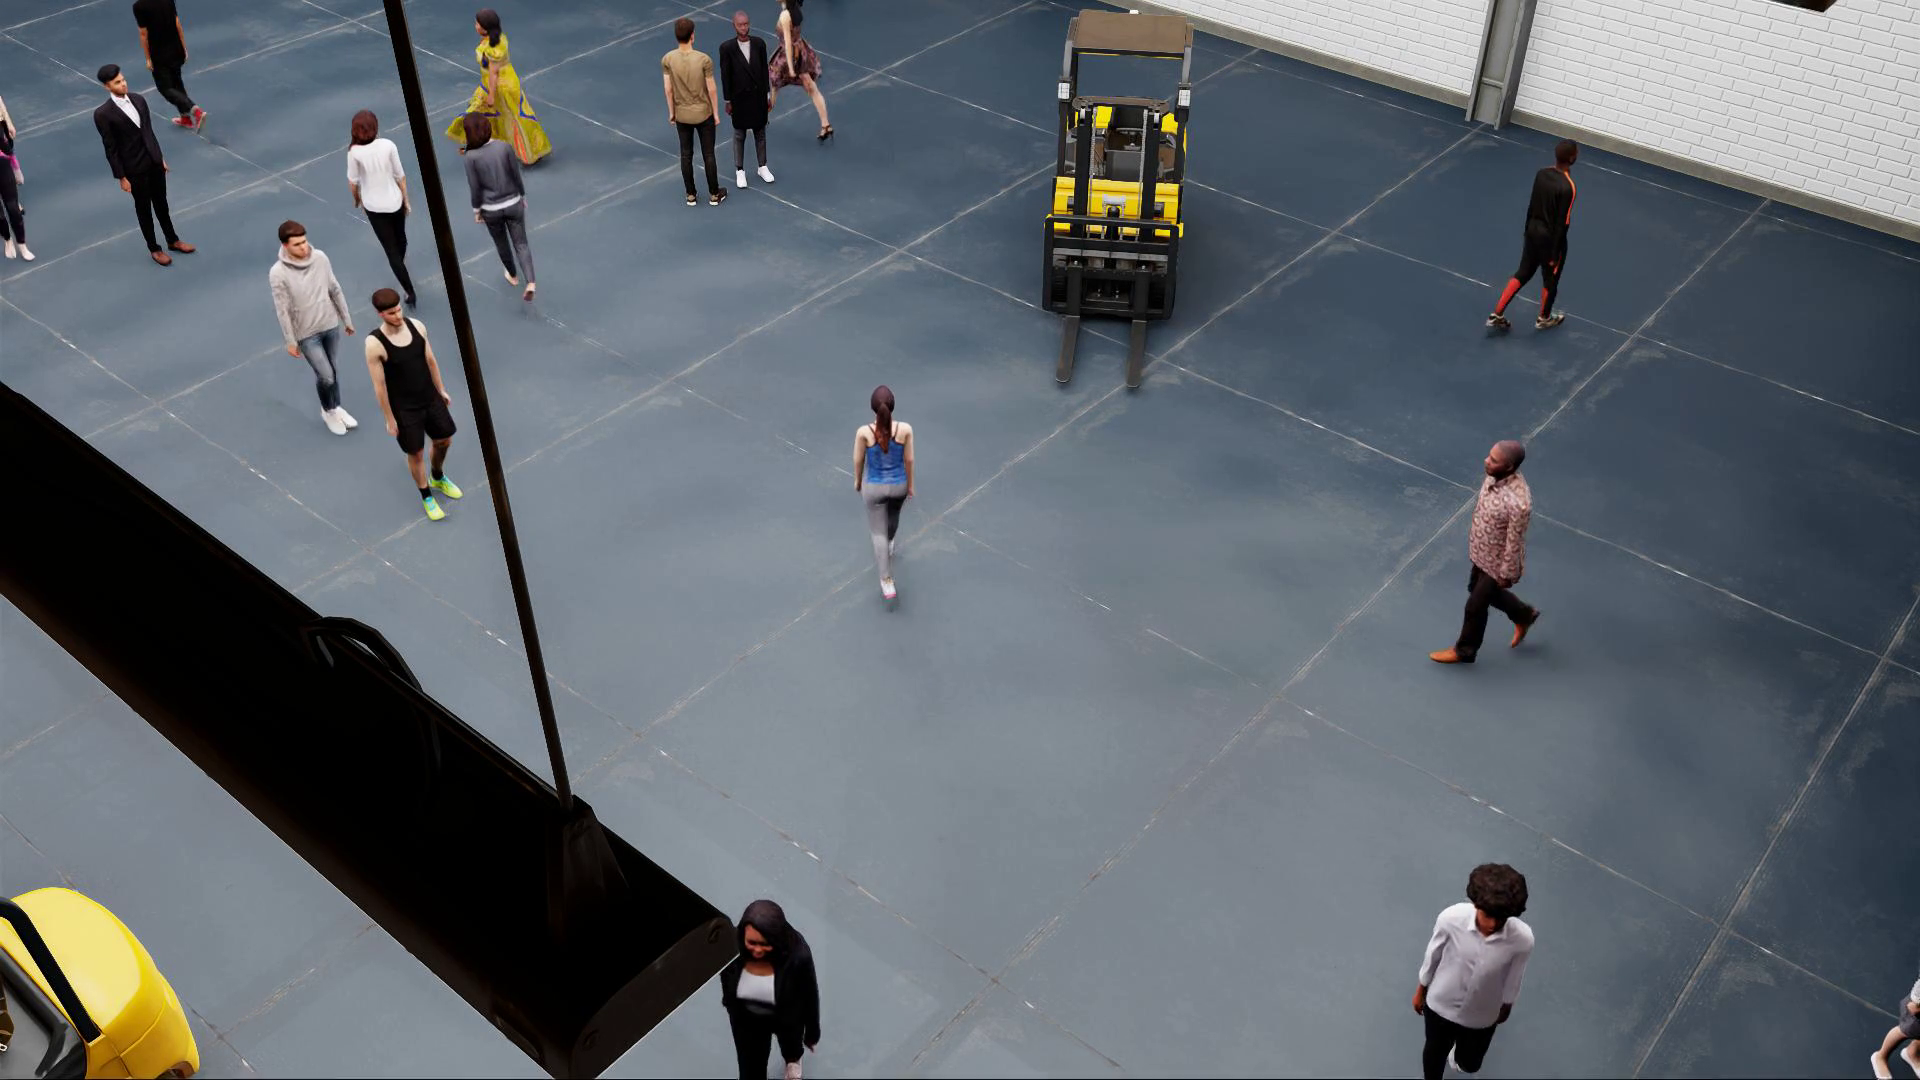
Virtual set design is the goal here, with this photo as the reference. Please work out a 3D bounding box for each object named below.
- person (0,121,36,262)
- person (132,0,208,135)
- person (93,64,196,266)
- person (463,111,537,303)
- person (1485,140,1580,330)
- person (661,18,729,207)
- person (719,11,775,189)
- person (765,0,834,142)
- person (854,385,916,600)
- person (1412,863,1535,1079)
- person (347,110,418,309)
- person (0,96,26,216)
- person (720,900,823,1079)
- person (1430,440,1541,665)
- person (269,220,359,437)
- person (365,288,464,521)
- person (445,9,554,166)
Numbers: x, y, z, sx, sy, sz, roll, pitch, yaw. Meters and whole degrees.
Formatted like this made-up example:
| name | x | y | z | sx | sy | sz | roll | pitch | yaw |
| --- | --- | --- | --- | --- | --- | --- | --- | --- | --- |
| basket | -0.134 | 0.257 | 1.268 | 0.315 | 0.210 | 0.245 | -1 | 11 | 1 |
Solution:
| name | x | y | z | sx | sy | sz | roll | pitch | yaw |
| --- | --- | --- | --- | --- | --- | --- | --- | --- | --- |
| person | -8.903 | -3.378 | 15.290 | 0.631 | 1.727 | 0.649 | -25 | 45 | -28 |
| person | -8.263 | -5.074 | 17.405 | 0.989 | 1.738 | 0.776 | 18 | 42 | 21 |
| person | -7.537 | -3.465 | 15.274 | 0.646 | 1.883 | 0.747 | 17 | 42 | 20 |
| person | -4.019 | -2.906 | 14.692 | 0.913 | 1.736 | 1.145 | -15 | 41 | -18 |
| person | 4.931 | -2.561 | 14.220 | 0.977 | 1.785 | 1.059 | -17 | 42 | -20 |
| person | -2.590 | -4.139 | 16.147 | 0.708 | 1.848 | 0.810 | 4 | 39 | 5 |
| person | -2.111 | -4.400 | 16.542 | 0.727 | 1.762 | 0.708 | -16 | 41 | -19 |
| person | -1.640 | -4.911 | 17.228 | 1.280 | 1.704 | 0.914 | 12 | 40 | 15 |
| person | -0.519 | -0.321 | 11.583 | 0.975 | 1.577 | 1.095 | -7 | 39 | -8 |
| person | 2.509 | 2.191 | 8.259 | 0.842 | 1.798 | 0.836 | 13 | 41 | 16 |
| person | -5.023 | -2.852 | 14.615 | 0.835 | 1.748 | 1.175 | -22 | 44 | -25 |
| person | -9.464 | -4.042 | 16.143 | 0.617 | 1.701 | 0.999 | -32 | 48 | -33 |
| person | -0.931 | 2.271 | 8.336 | 1.071 | 1.579 | 1.088 | 1 | 39 | 2 |
| person | 3.599 | 0.096 | 10.899 | 1.127 | 1.777 | 1.057 | -2 | 39 | -3 |
| person | -5.130 | -1.701 | 13.095 | 0.631 | 1.845 | 0.704 | 24 | 45 | 27 |
| person | -4.045 | -1.042 | 12.237 | 0.618 | 1.888 | 0.703 | 28 | 46 | 30 |
| person | -4.558 | -4.568 | 16.869 | 1.241 | 1.616 | 1.302 | -10 | 40 | -12 |
